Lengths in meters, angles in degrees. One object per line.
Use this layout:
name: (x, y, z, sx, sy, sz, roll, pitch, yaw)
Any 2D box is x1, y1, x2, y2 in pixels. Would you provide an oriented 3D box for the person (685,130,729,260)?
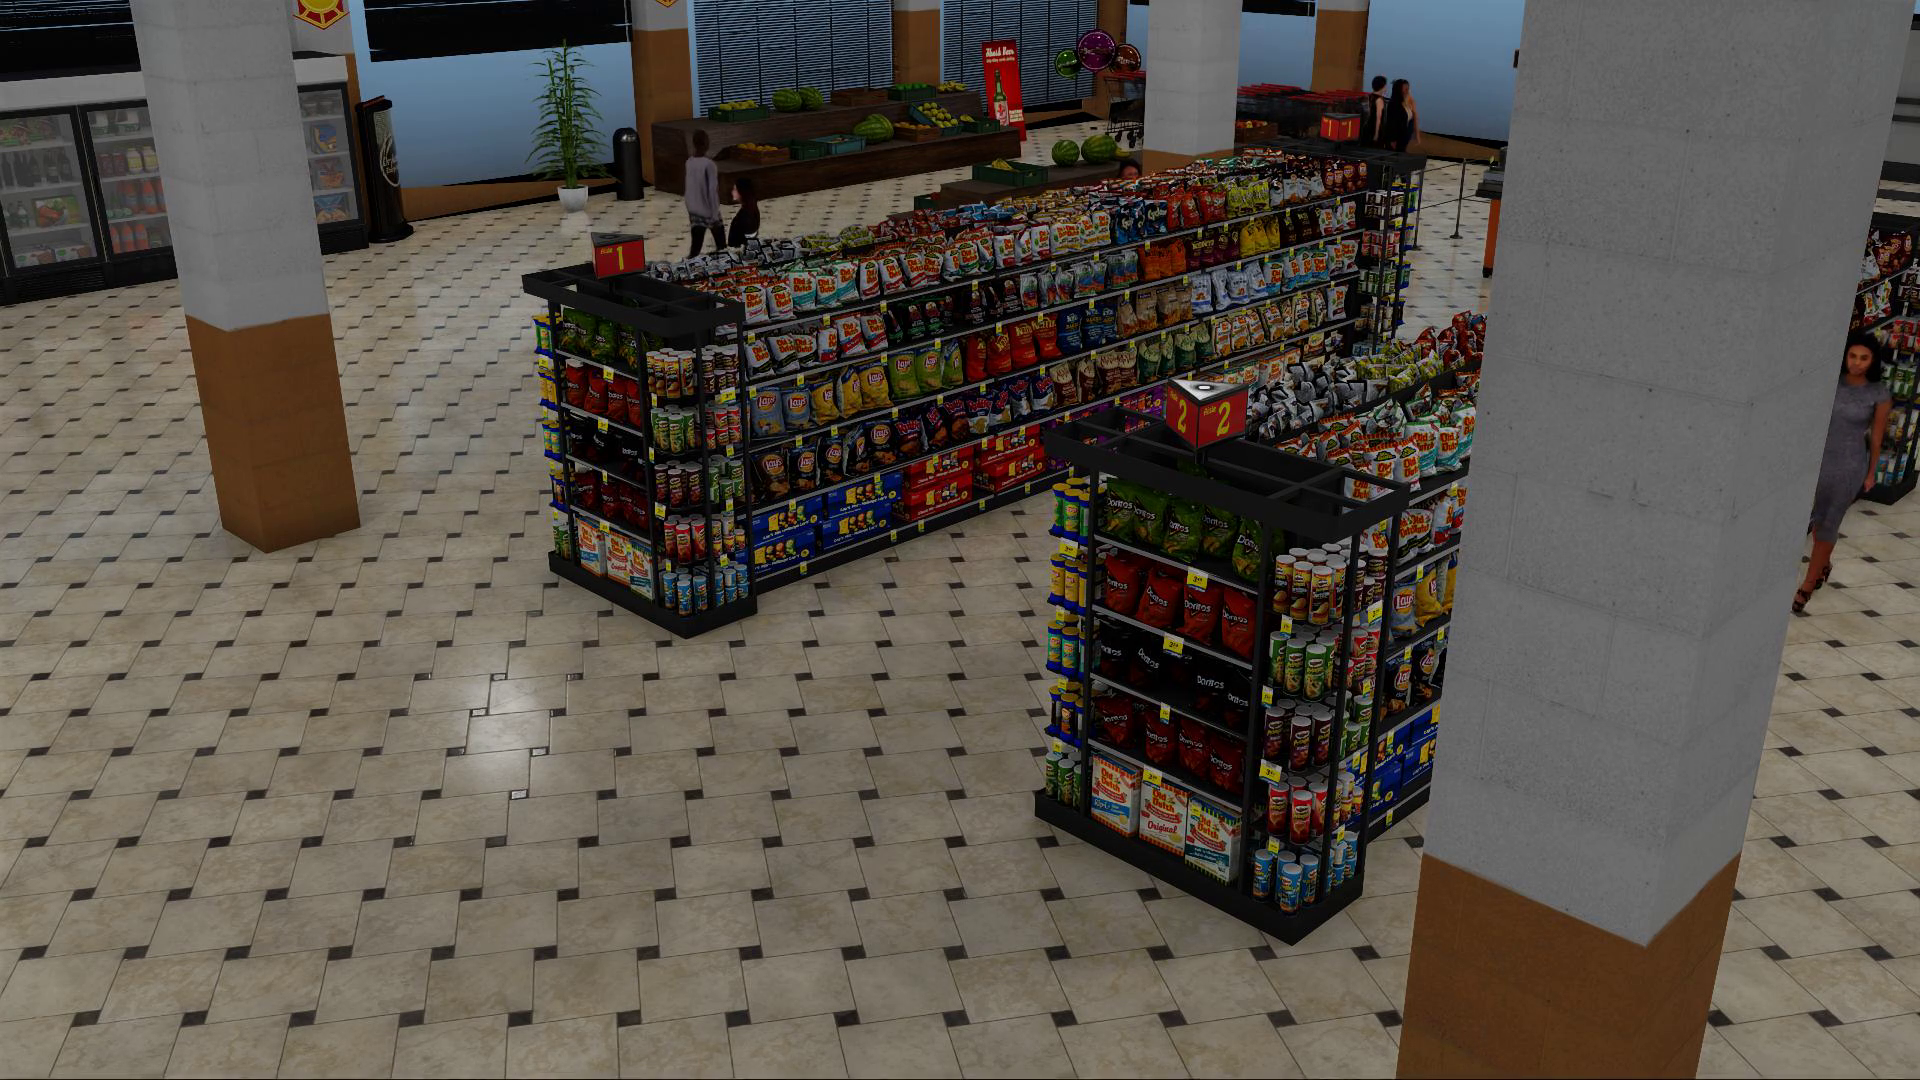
person: (-2.837, -3.508, 17.984, 0.769, 1.749, 1.036, 14, 26, 31)

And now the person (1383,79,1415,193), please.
person: (6.204, -5.748, 23.737, 0.786, 1.617, 0.676, 10, 24, 23)

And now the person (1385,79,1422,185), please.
person: (6.333, -5.723, 23.728, 1.111, 1.576, 1.072, -1, 22, -3)

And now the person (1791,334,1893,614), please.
person: (5.463, -0.431, 10.346, 1.068, 1.734, 0.588, -19, 29, -39)

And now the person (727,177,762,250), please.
person: (-1.960, -2.691, 16.145, 1.132, 1.606, 1.075, 0, 22, 1)
